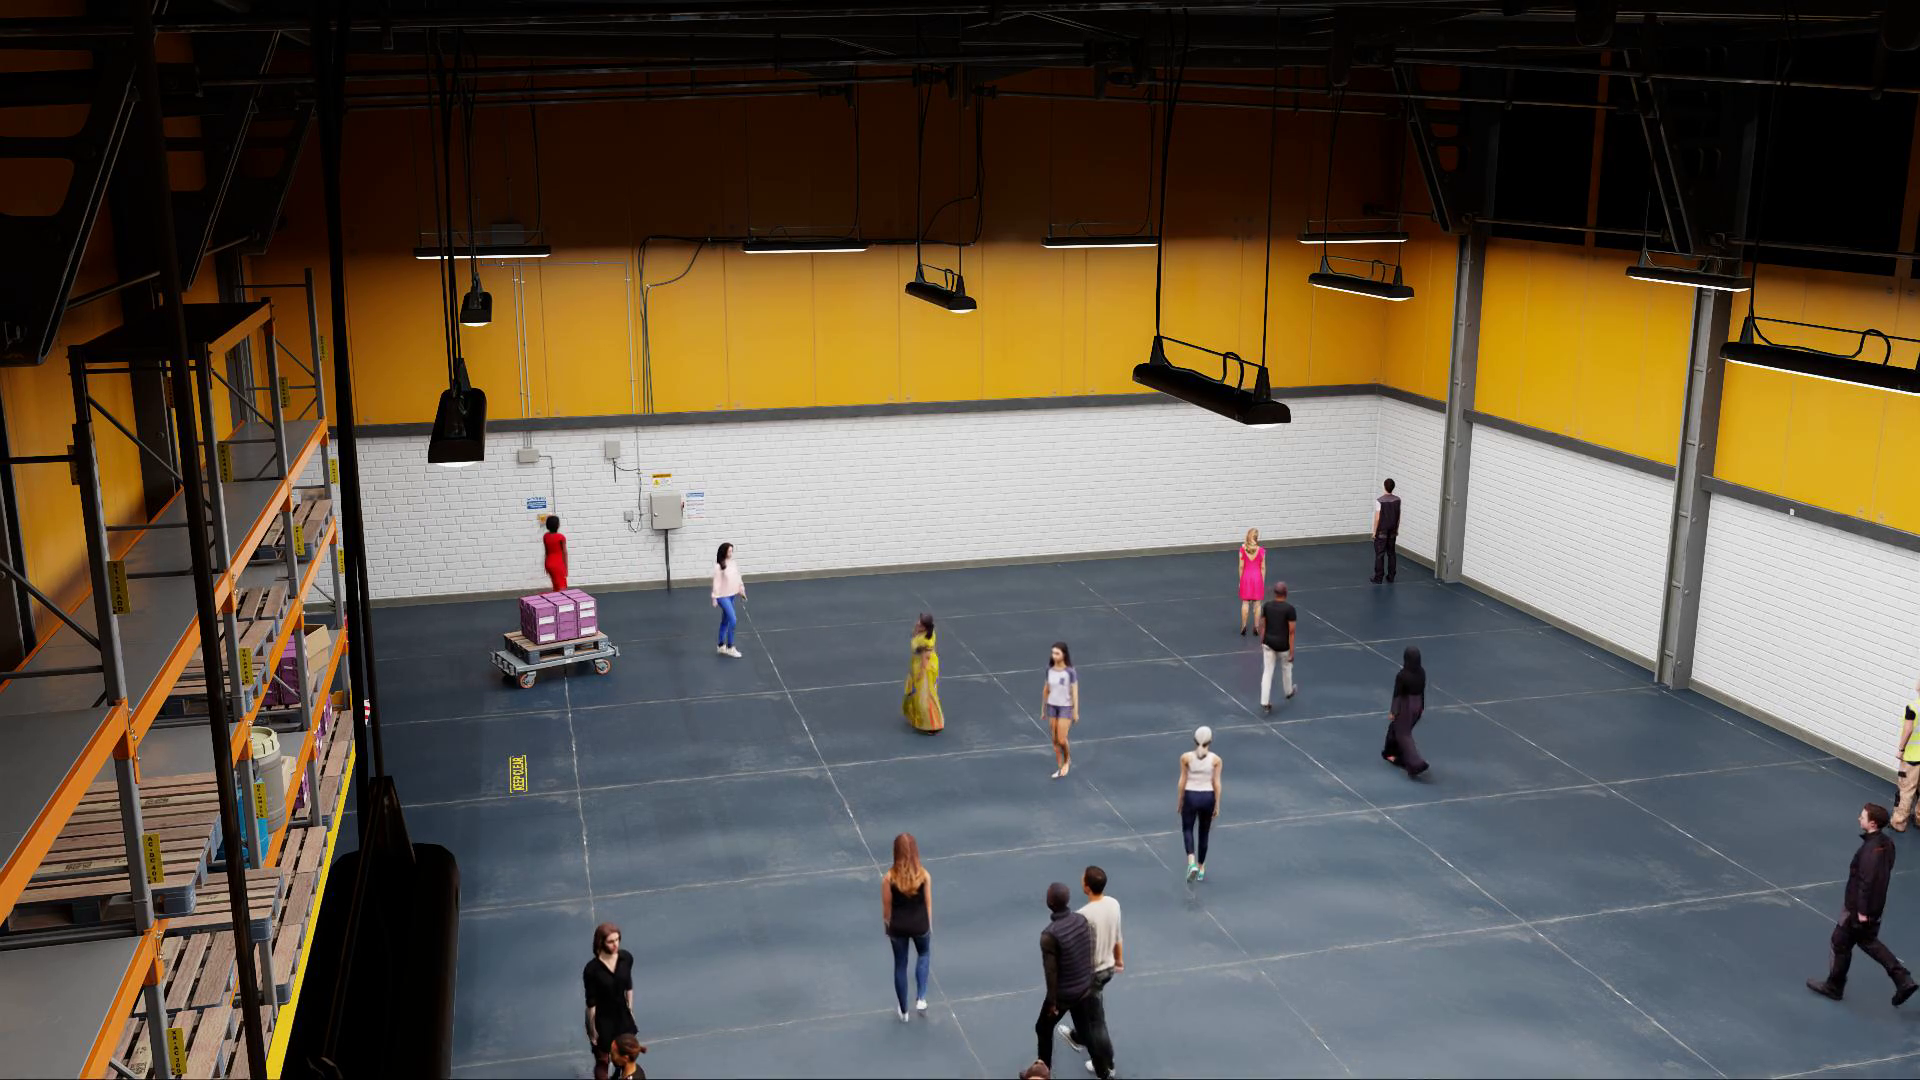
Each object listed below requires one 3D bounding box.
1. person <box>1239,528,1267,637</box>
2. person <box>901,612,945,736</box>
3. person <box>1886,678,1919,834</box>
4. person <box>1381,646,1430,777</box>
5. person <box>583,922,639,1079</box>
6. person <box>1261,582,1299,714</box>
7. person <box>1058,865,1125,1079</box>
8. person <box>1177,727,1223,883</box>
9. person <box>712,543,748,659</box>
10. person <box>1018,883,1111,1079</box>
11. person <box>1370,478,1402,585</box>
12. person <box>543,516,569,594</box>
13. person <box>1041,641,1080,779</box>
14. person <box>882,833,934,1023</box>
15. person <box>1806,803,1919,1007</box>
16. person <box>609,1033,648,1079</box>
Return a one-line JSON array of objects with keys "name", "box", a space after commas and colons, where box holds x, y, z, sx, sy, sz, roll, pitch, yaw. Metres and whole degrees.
[{"name": "person", "box": [4.548, 0.647, 25.938, 0.670, 1.728, 0.702, 5, 14, 19]}, {"name": "person", "box": [-0.466, 1.693, 21.820, 0.995, 1.633, 0.773, 2, 14, 7]}, {"name": "person", "box": [10.711, 2.364, 18.596, 0.696, 1.847, 0.710, -3, 14, -12]}, {"name": "person", "box": [5.493, 2.087, 20.271, 0.763, 1.596, 1.117, -7, 15, -27]}, {"name": "person", "box": [-2.825, 3.767, 13.123, 0.701, 1.695, 0.730, -11, 17, -38]}, {"name": "person", "box": [4.240, 1.485, 22.433, 1.199, 1.749, 1.239, 8, 16, 30]}, {"name": "person", "box": [1.178, 3.574, 13.715, 0.956, 1.791, 1.094, -13, 18, -42]}, {"name": "person", "box": [2.469, 2.778, 17.221, 0.787, 1.689, 0.965, 1, 14, 6]}, {"name": "person", "box": [-3.584, 0.880, 24.935, 0.921, 1.748, 0.862, 6, 15, 24]}, {"name": "person", "box": [0.924, 3.657, 13.352, 1.093, 1.801, 1.240, -13, 19, -43]}, {"name": "person", "box": [7.451, -0.167, 29.041, 0.634, 1.849, 0.544, -4, 14, -15]}, {"name": "person", "box": [-6.500, 0.486, 26.605, 0.852, 1.728, 0.970, 5, 14, 18]}, {"name": "person", "box": [1.259, 2.045, 20.176, 0.707, 1.723, 0.776, 9, 16, 32]}, {"name": "person", "box": [-0.440, 3.420, 14.527, 0.634, 1.709, 0.642, -1, 14, -5]}, {"name": "person", "box": [8.118, 3.264, 14.781, 0.966, 1.893, 1.200, -11, 18, -39]}, {"name": "person", "box": [-2.240, 4.175, 11.495, 0.655, 1.668, 0.474, -2, 14, -10]}]
